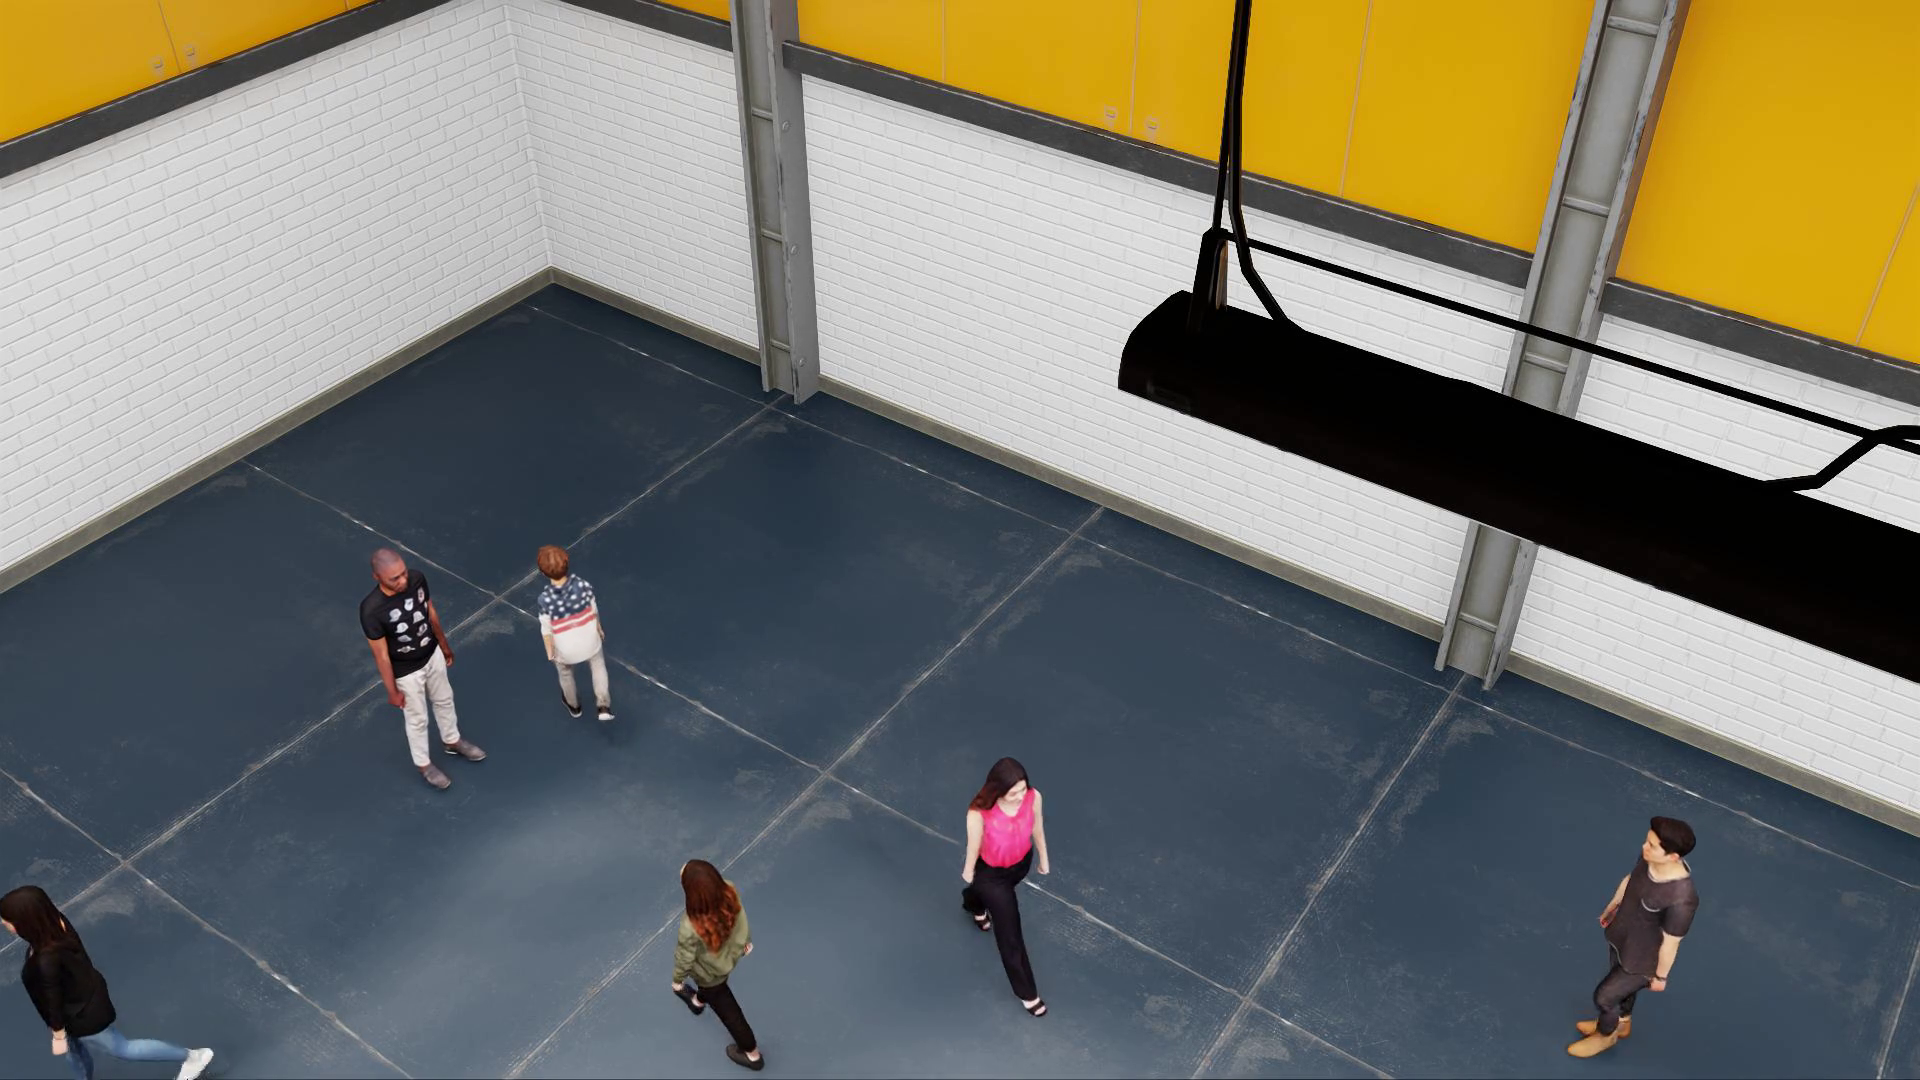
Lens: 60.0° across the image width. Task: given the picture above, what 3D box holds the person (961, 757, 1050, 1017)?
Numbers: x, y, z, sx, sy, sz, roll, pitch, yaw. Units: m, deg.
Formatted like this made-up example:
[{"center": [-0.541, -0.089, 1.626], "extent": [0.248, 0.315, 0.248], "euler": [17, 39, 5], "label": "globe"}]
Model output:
[{"center": [0.190, 1.736, 9.005], "extent": [0.839, 1.616, 1.185], "euler": [-24, 45, -27], "label": "person"}]

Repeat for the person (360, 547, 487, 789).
[{"center": [-3.329, 0.739, 10.106], "extent": [0.646, 1.801, 0.684], "euler": [19, 42, 22], "label": "person"}]

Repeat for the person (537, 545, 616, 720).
[{"center": [-2.431, 0.622, 10.548], "extent": [0.735, 1.432, 0.852], "euler": [-18, 42, -22], "label": "person"}]

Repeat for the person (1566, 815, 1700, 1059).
[{"center": [3.568, 2.057, 8.534], "extent": [0.786, 1.702, 0.753], "euler": [1, 39, 1], "label": "person"}]

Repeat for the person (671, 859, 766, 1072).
[{"center": [-1.194, 2.210, 8.551], "extent": [0.934, 1.442, 0.643], "euler": [21, 43, 24], "label": "person"}]

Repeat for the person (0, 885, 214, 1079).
[{"center": [-4.308, 2.298, 8.299], "extent": [0.952, 1.618, 1.071], "euler": [-18, 42, -21], "label": "person"}]
